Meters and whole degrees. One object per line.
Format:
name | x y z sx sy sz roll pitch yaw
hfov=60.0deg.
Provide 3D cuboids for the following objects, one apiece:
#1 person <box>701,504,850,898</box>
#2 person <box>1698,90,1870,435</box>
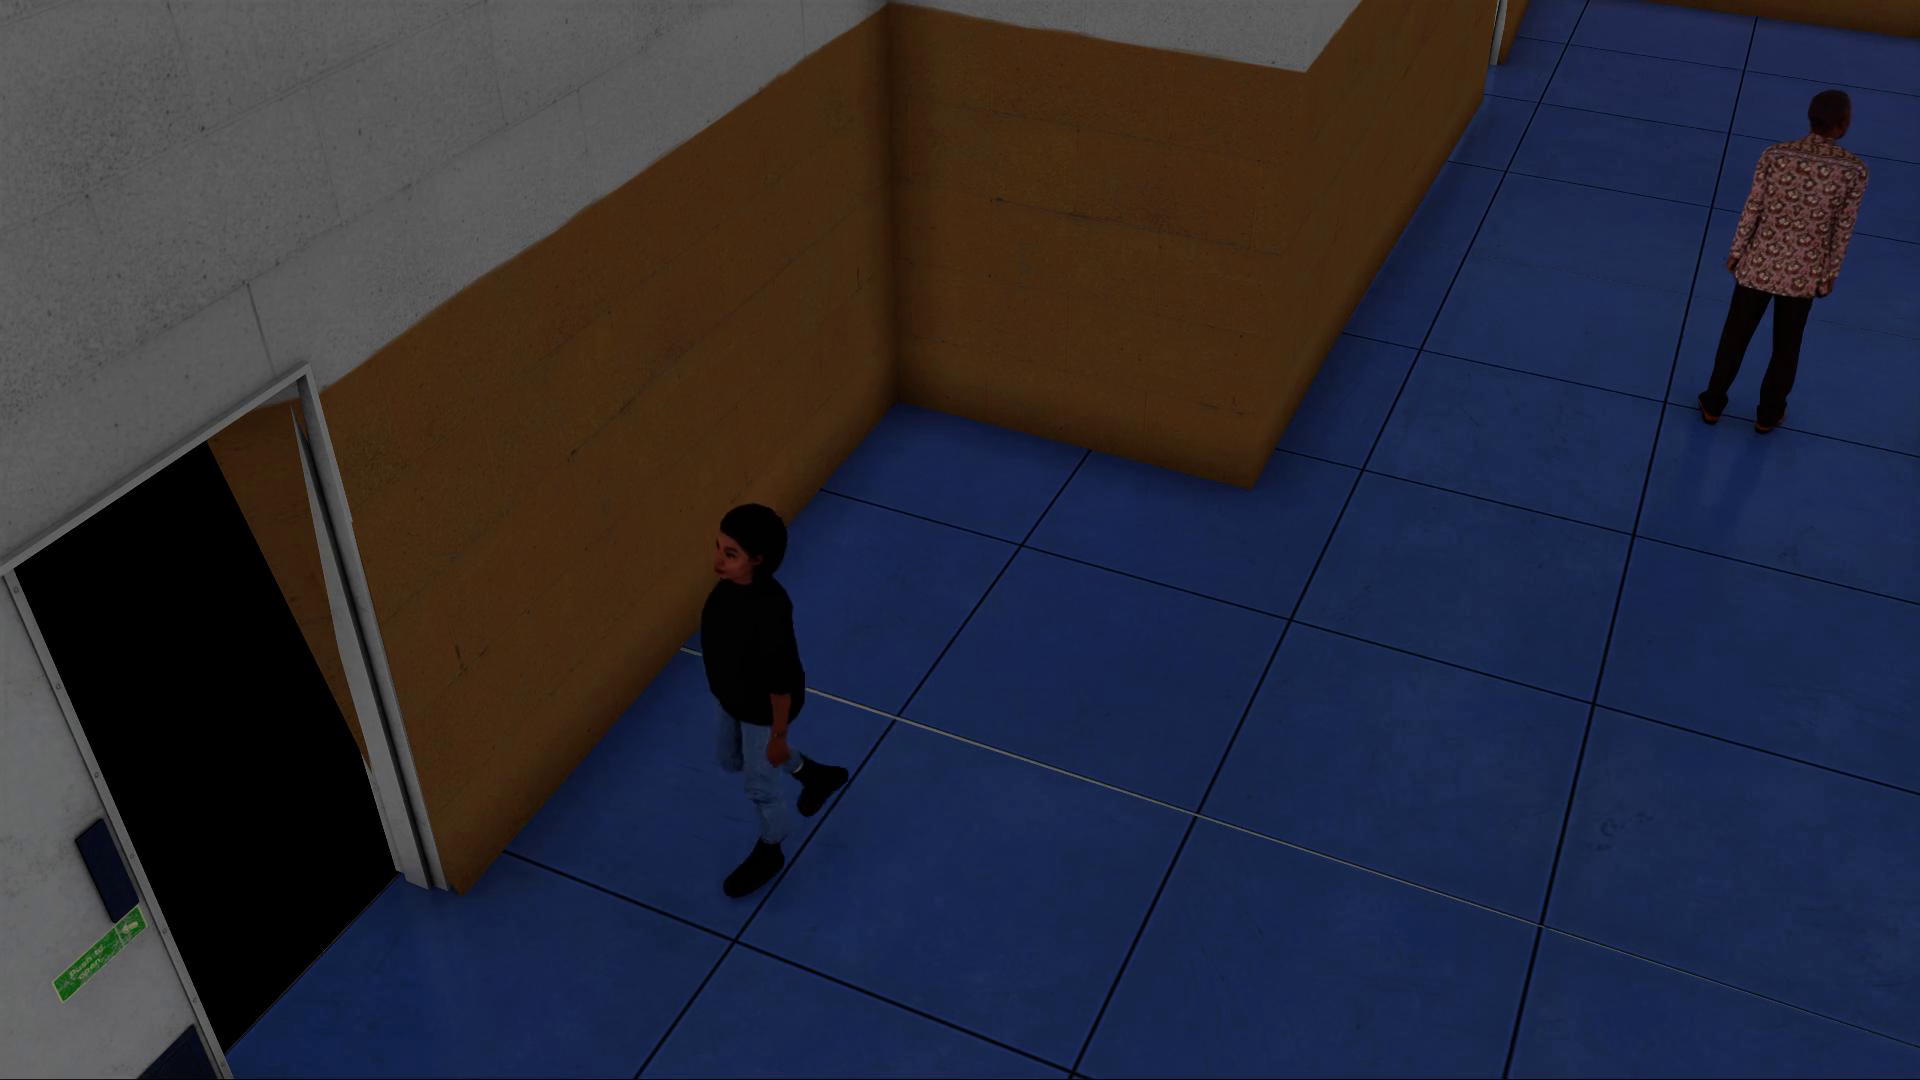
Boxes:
person | -0.651 0.552 5.920 0.867 1.682 0.868 -23 42 -27
person | 4.152 -1.378 8.390 0.539 1.804 0.740 19 41 23
